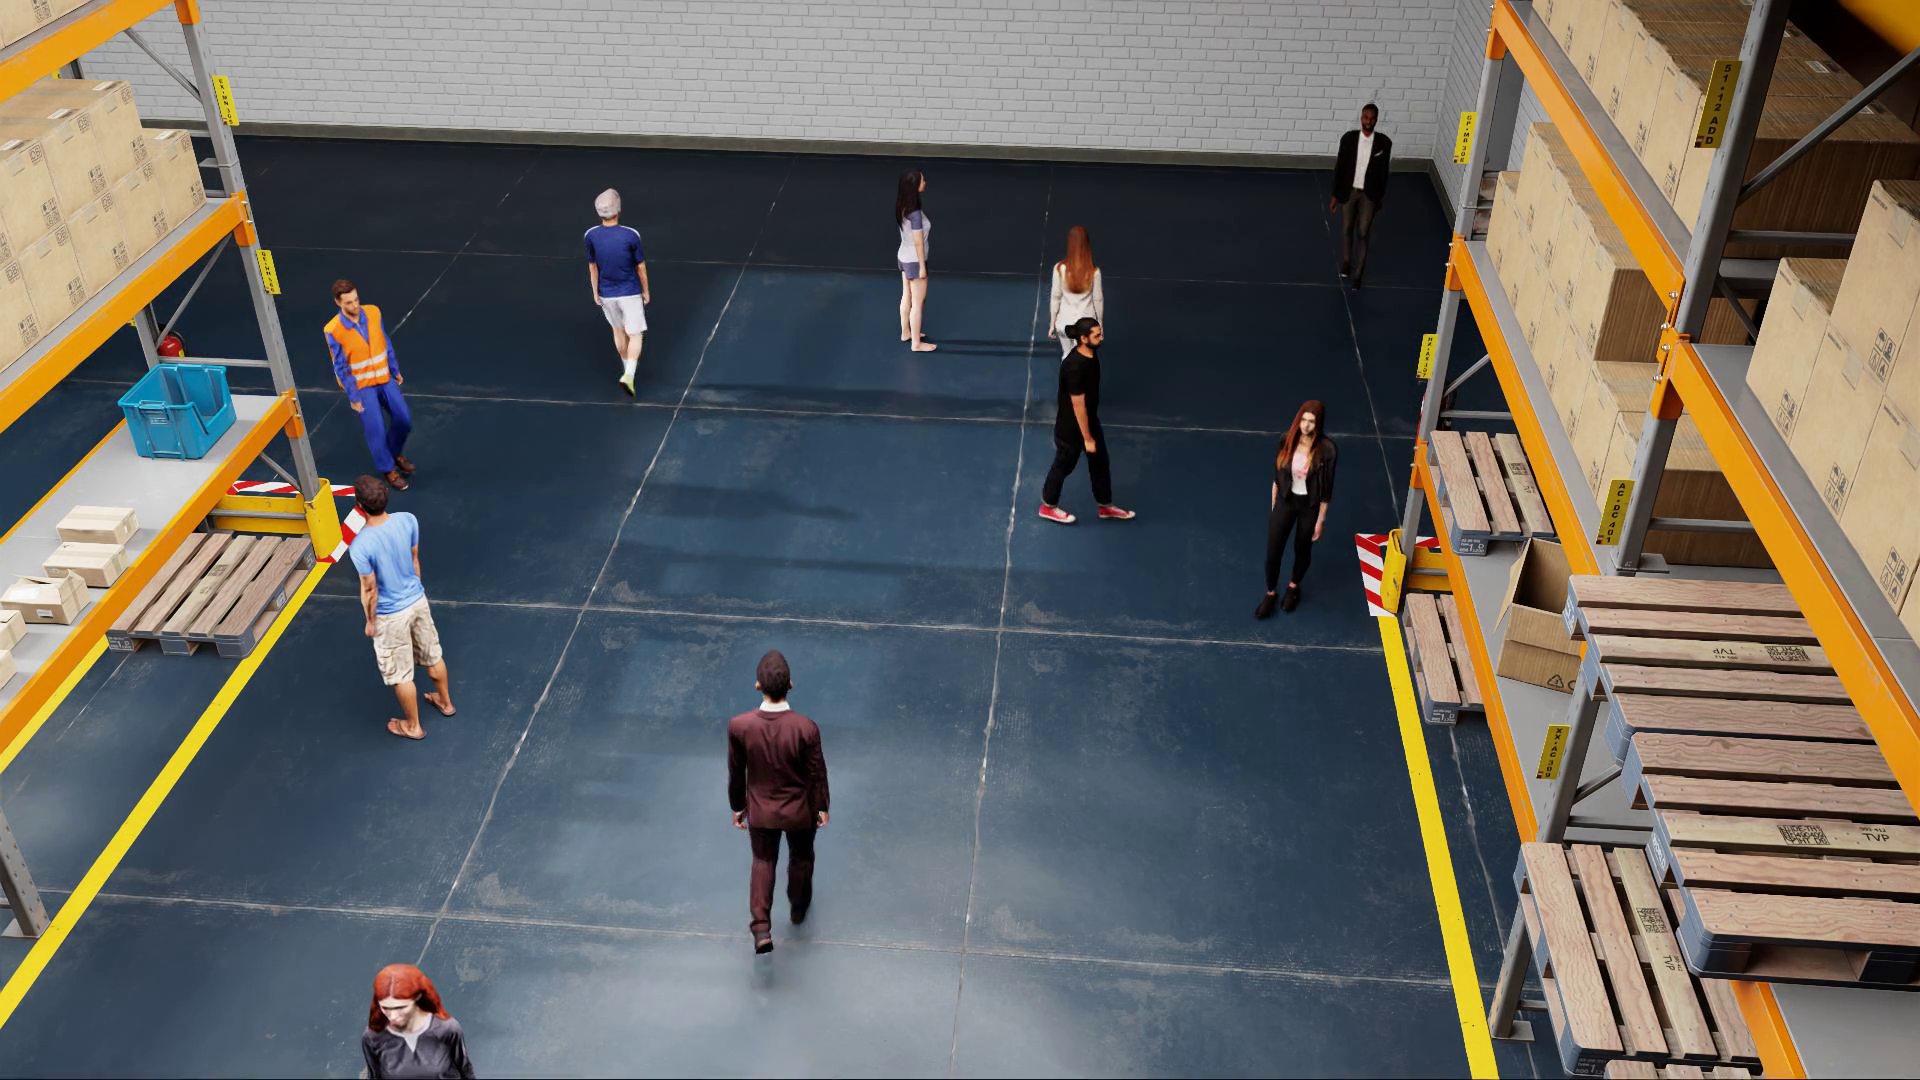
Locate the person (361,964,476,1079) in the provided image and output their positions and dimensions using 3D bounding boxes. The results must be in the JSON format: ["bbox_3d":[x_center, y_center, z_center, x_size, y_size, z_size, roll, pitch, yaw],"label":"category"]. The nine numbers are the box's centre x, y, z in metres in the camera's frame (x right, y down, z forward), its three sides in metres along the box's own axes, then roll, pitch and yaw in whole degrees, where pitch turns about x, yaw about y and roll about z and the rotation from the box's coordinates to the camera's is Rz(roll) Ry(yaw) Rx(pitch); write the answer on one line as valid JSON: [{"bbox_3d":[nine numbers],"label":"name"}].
[{"bbox_3d":[-2.324,2.516,7.312,0.634,1.780,0.578,-5,34,-7],"label":"person"}]

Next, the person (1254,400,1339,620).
[{"bbox_3d":[2.405,-0.263,11.571,0.737,1.693,0.820,16,37,23],"label":"person"}]

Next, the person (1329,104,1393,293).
[{"bbox_3d":[3.878,-3.385,16.194,0.794,1.775,0.990,11,35,16],"label":"person"}]

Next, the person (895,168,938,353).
[{"bbox_3d":[-0.417,-2.536,14.980,0.732,1.706,0.610,-12,35,-17],"label":"person"}]

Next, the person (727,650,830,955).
[{"bbox_3d":[-0.964,1.461,8.842,0.672,1.843,0.950,3,34,4],"label":"person"}]

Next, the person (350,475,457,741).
[{"bbox_3d":[-3.506,0.413,10.401,0.799,1.863,0.673,19,38,27],"label":"person"}]

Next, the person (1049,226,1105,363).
[{"bbox_3d":[0.950,-1.743,13.804,0.727,1.685,1.110,9,35,13],"label":"person"}]

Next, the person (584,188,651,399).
[{"bbox_3d":[-2.913,-2.068,14.176,0.670,1.815,1.065,1,34,1],"label":"person"}]

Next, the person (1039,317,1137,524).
[{"bbox_3d":[0.797,-0.869,12.451,0.886,1.729,0.988,14,36,20],"label":"person"}]

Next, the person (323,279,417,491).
[{"bbox_3d":[-4.624,-1.217,12.873,0.910,1.840,0.823,21,39,28],"label":"person"}]
